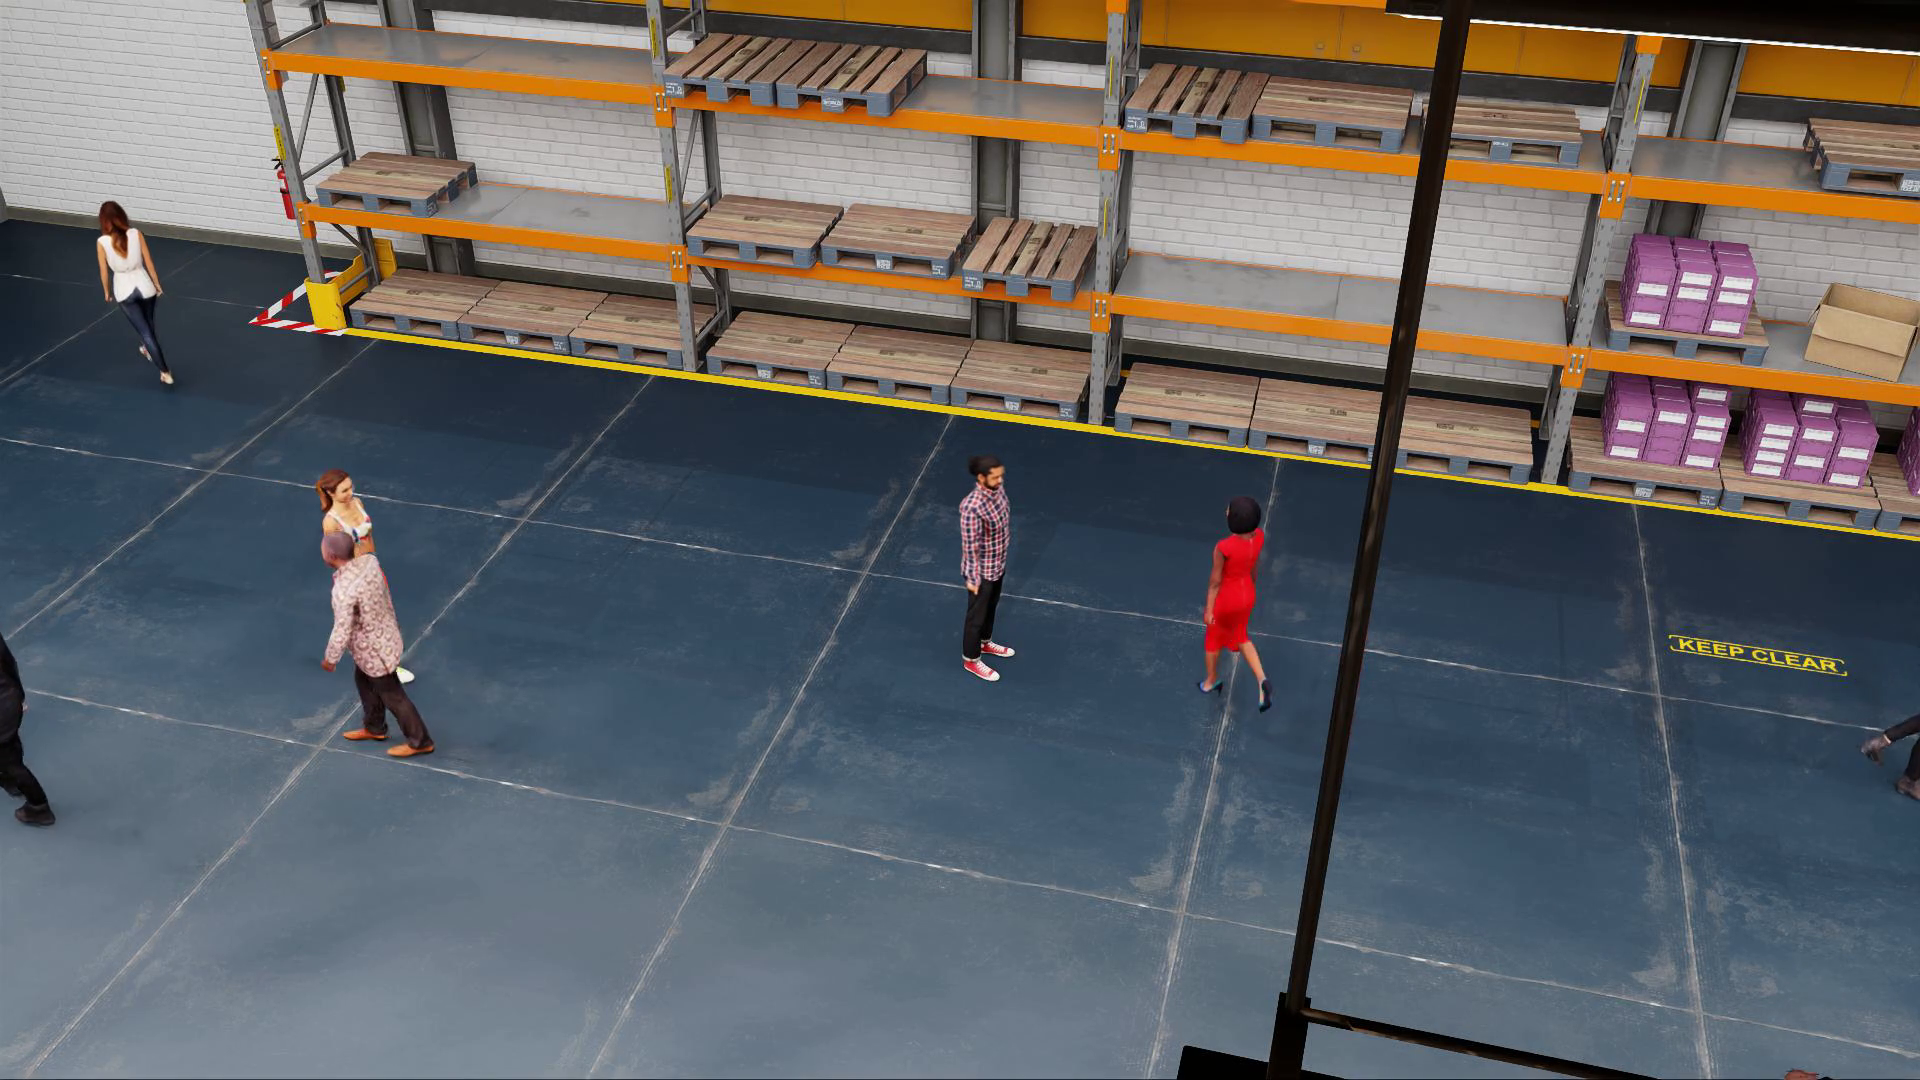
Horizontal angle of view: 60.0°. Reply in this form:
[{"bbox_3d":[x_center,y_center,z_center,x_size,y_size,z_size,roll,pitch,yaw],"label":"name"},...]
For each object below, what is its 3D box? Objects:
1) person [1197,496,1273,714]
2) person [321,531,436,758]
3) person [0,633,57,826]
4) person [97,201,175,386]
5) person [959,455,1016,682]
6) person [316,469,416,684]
[{"bbox_3d":[1.912,0.484,11.389,0.923,1.722,1.008,-21,39,-28],"label":"person"},{"bbox_3d":[-3.777,0.722,10.977,0.980,1.782,0.827,-1,34,-1],"label":"person"},{"bbox_3d":[-6.022,1.094,10.443,0.921,1.754,0.682,11,35,16],"label":"person"},{"bbox_3d":[-7.655,-2.253,15.493,1.013,1.737,1.190,-25,41,-33],"label":"person"},{"bbox_3d":[0.177,0.159,11.842,0.619,1.761,0.717,13,36,18],"label":"person"},{"bbox_3d":[-4.286,0.253,11.687,0.839,1.778,0.596,9,35,14],"label":"person"}]
